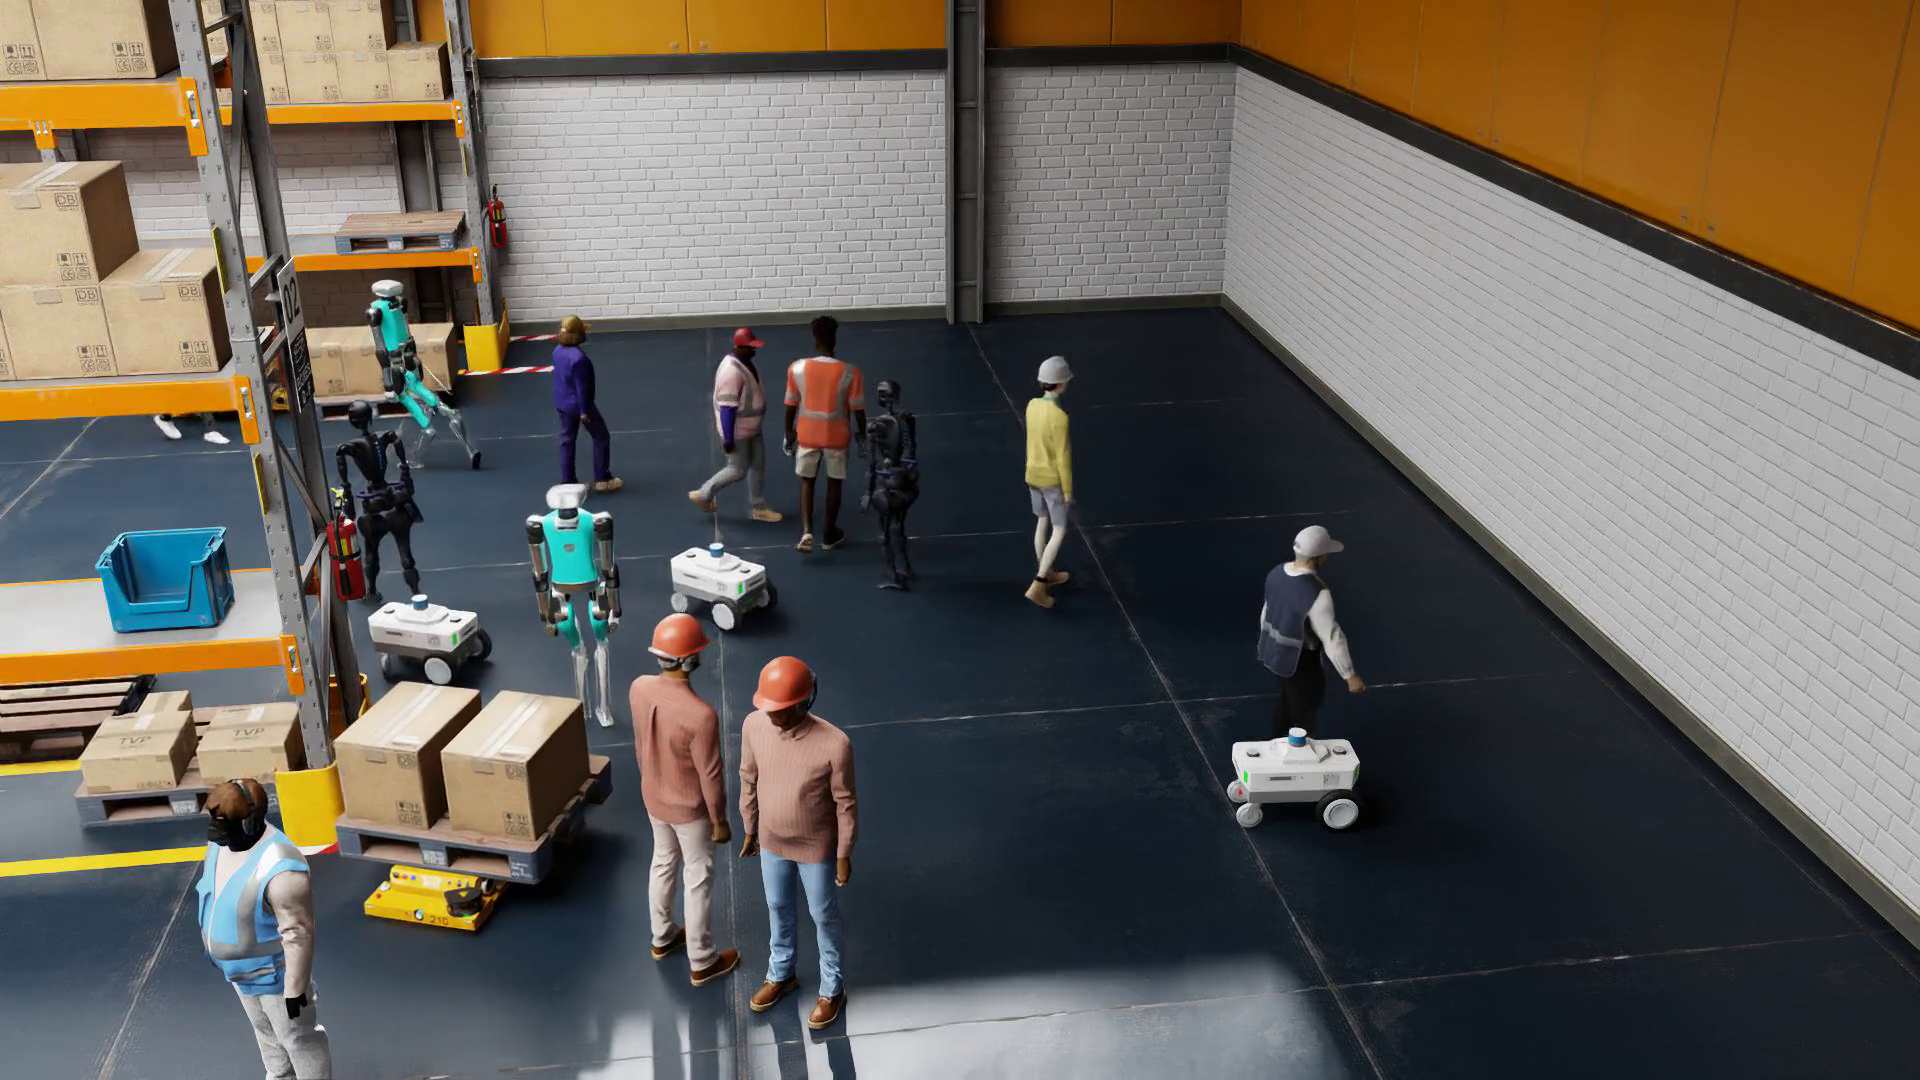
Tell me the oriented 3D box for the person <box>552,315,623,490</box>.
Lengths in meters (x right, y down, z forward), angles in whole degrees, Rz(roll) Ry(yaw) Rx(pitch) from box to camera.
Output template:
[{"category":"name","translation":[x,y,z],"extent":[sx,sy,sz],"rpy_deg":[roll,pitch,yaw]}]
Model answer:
[{"category":"person","translation":[-3.243,-1.179,14.411],"extent":[0.625,1.596,0.476],"rpy_deg":[-21,31,-39]}]

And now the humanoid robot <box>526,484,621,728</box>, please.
[{"category":"humanoid robot","translation":[-2.418,0.420,10.672],"extent":[0.531,1.825,0.740],"rpy_deg":[-3,24,-6]}]

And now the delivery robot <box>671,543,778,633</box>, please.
[{"category":"delivery robot","translation":[-1.759,0.329,12.309],"extent":[0.784,0.609,0.499],"rpy_deg":[14,27,29]}]

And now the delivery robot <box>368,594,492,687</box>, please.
[{"category":"delivery robot","translation":[-3.692,0.669,11.506],"extent":[0.745,0.586,0.524],"rpy_deg":[6,24,14]}]

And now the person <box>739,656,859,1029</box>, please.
[{"category":"person","translation":[-0.789,1.440,7.973],"extent":[0.620,1.990,0.395],"rpy_deg":[11,26,23]}]

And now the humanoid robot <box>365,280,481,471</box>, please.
[{"category":"humanoid robot","translation":[-4.702,-1.421,14.824],"extent":[0.954,1.770,0.542],"rpy_deg":[5,24,12]}]

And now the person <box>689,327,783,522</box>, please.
[{"category":"person","translation":[-1.878,-0.943,13.739],"extent":[0.687,1.722,0.666],"rpy_deg":[5,24,12]}]

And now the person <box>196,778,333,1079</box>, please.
[{"category":"person","translation":[-3.026,1.845,7.234],"extent":[0.625,1.846,0.429],"rpy_deg":[18,29,35]}]

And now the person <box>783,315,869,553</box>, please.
[{"category":"person","translation":[-1.058,-0.784,13.108],"extent":[0.710,1.938,0.630],"rpy_deg":[3,24,7]}]

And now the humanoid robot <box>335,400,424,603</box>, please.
[{"category":"humanoid robot","translation":[-4.272,-0.243,12.234],"extent":[0.731,1.619,0.610],"rpy_deg":[19,30,36]}]

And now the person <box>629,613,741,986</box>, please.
[{"category":"person","translation":[-1.375,1.287,8.340],"extent":[0.619,1.986,0.410],"rpy_deg":[20,31,38]}]

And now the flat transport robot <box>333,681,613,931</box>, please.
[{"category":"flat transport robot","translation":[-2.733,1.704,9.514],"extent":[0.659,0.231,1.431],"rpy_deg":[5,24,12]}]

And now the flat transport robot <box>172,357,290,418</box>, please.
[{"category":"flat transport robot","translation":[-7.218,-1.449,16.697],"extent":[1.431,0.231,0.659],"rpy_deg":[-3,24,-8]}]

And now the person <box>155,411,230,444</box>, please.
[{"category":"person","translation":[-7.281,-1.769,15.480],"extent":[0.597,1.843,0.567],"rpy_deg":[12,26,24]}]

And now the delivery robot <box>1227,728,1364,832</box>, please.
[{"category":"delivery robot","translation":[2.006,1.405,9.864],"extent":[0.803,0.614,0.499],"rpy_deg":[-1,24,-3]}]

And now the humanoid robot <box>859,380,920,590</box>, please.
[{"category":"humanoid robot","translation":[-0.508,-0.413,12.594],"extent":[0.312,1.650,0.604],"rpy_deg":[17,29,34]}]

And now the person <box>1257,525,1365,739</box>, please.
[{"category":"person","translation":[2.037,0.718,9.924],"extent":[0.518,1.744,0.743],"rpy_deg":[-7,25,-16]}]

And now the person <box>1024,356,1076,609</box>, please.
[{"category":"person","translation":[0.633,-0.444,12.397],"extent":[0.605,1.890,0.601],"rpy_deg":[-14,27,-29]}]
